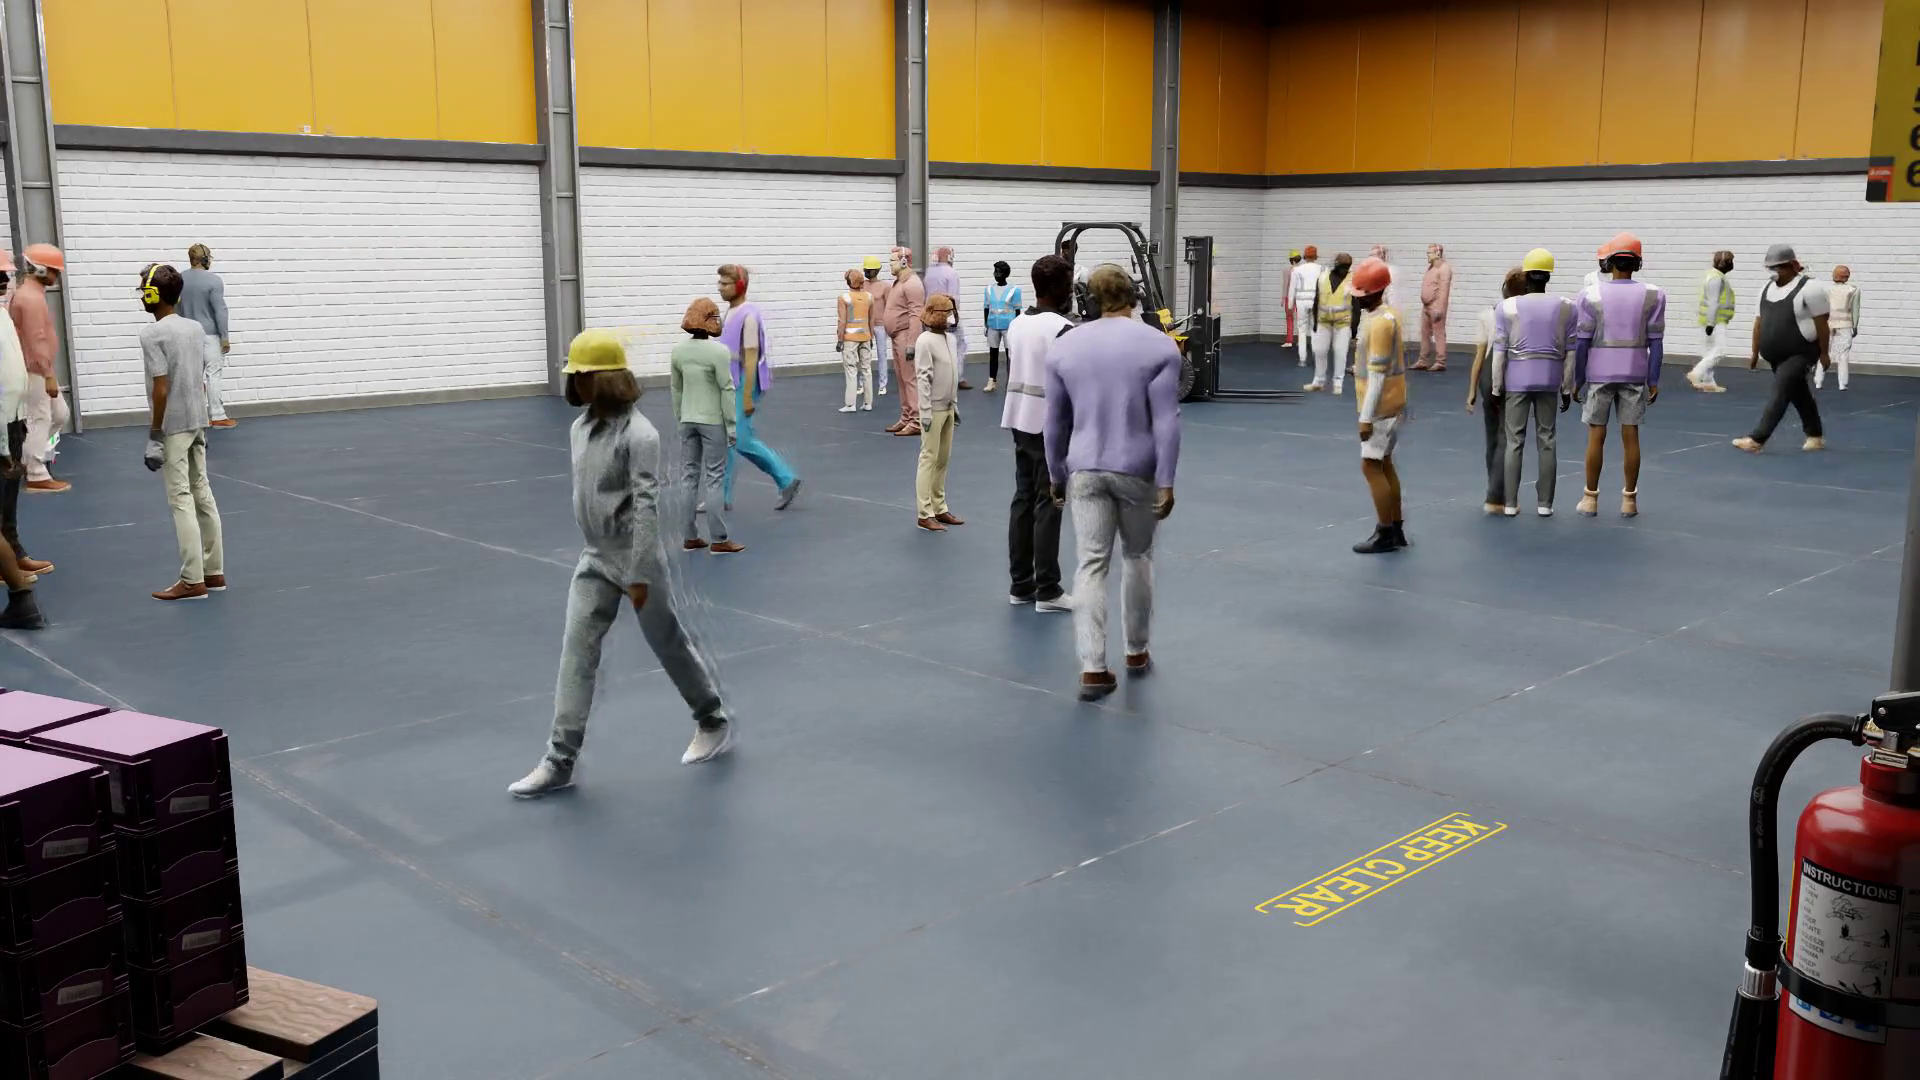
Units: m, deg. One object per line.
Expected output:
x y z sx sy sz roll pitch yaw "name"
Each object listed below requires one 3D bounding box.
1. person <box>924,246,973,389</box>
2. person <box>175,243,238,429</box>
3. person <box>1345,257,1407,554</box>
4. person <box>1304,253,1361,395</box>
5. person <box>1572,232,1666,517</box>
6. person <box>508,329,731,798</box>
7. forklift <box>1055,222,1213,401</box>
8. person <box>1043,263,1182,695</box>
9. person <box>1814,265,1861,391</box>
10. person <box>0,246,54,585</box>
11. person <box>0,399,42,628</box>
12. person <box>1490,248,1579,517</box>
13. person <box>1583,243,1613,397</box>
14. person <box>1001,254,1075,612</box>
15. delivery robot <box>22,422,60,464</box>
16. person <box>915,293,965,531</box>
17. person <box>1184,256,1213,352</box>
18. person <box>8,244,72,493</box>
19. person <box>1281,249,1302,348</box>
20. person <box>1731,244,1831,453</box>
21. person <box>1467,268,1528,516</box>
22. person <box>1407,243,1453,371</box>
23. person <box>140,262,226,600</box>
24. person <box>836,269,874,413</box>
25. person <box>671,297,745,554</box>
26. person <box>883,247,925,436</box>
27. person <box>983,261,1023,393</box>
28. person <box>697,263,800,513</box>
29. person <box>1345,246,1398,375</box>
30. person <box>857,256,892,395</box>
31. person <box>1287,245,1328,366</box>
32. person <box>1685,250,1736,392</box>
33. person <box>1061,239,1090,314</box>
-0.142 -2.881 21.694 0.720 1.873 0.662 -8 13 -38 "person"
-7.919 -2.124 17.403 0.633 1.938 0.356 3 11 17 "person"
2.687 -0.857 10.649 0.472 1.885 0.722 3 11 17 "person"
4.773 -2.739 21.140 0.679 1.803 0.465 6 12 31 "person"
4.715 -1.179 11.964 0.608 2.044 0.372 2 11 13 "person"
-1.231 0.062 6.160 0.505 1.694 0.923 9 13 39 "person"
1.935 -2.847 20.651 2.313 2.155 1.214 2 11 13 "forklift"
0.680 -0.284 7.483 0.648 1.888 0.855 3 11 14 "person"
11.468 -2.769 21.765 0.517 1.634 0.311 8 13 38 "person"
-5.611 -0.739 9.694 0.382 1.993 0.622 -2 11 -11 "person"
-5.221 -0.478 8.589 1.012 1.867 0.549 2 11 12 "person"
4.106 -1.119 11.955 0.587 1.927 0.369 1 10 6 "person"
8.007 -2.718 20.702 0.540 1.927 0.418 7 12 33 "person"
0.440 -0.572 8.998 0.395 1.919 0.590 -6 12 -28 "person"
-7.795 -0.790 13.649 0.707 0.478 0.477 -5 11 -24 "delivery robot"
-0.143 -0.886 11.484 0.278 1.633 0.507 5 11 25 "person"
3.071 -3.020 22.391 0.870 1.893 0.612 1 10 5 "person"
-7.166 -1.327 13.013 0.484 1.952 0.646 -5 12 -26 "person"
6.038 -4.356 30.039 0.522 1.771 0.306 -4 11 -20 "person"
7.756 -1.829 15.519 1.101 2.000 0.689 -3 11 -14 "person"
4.022 -1.084 12.207 0.530 1.791 0.823 7 13 35 "person"
7.053 -3.461 24.807 0.422 1.904 0.662 -2 11 -11 "person"
-4.369 -0.596 9.256 0.335 1.873 0.521 1 10 8 "person"
-1.194 -2.272 19.028 0.523 1.639 0.306 -9 13 -39 "person"
-1.619 -0.723 10.600 0.500 1.633 0.281 7 12 32 "person"
-0.577 -2.009 16.867 0.400 1.907 0.645 -3 11 -14 "person"
0.542 -2.740 21.414 0.535 1.699 0.321 5 11 24 "person"
-1.593 -1.097 12.116 0.760 1.825 0.585 -5 11 -24 "person"
5.890 -3.261 23.818 0.981 1.863 0.661 -2 11 -13 "person"
-1.107 -2.719 21.129 0.525 1.765 0.329 4 11 19 "person"
5.406 -3.634 25.825 0.597 1.868 0.425 -1 10 -3 "person"
9.713 -2.800 21.387 0.448 1.831 0.626 4 11 21 "person"
1.496 -3.120 22.758 0.367 1.967 0.602 -10 14 -44 "person"
